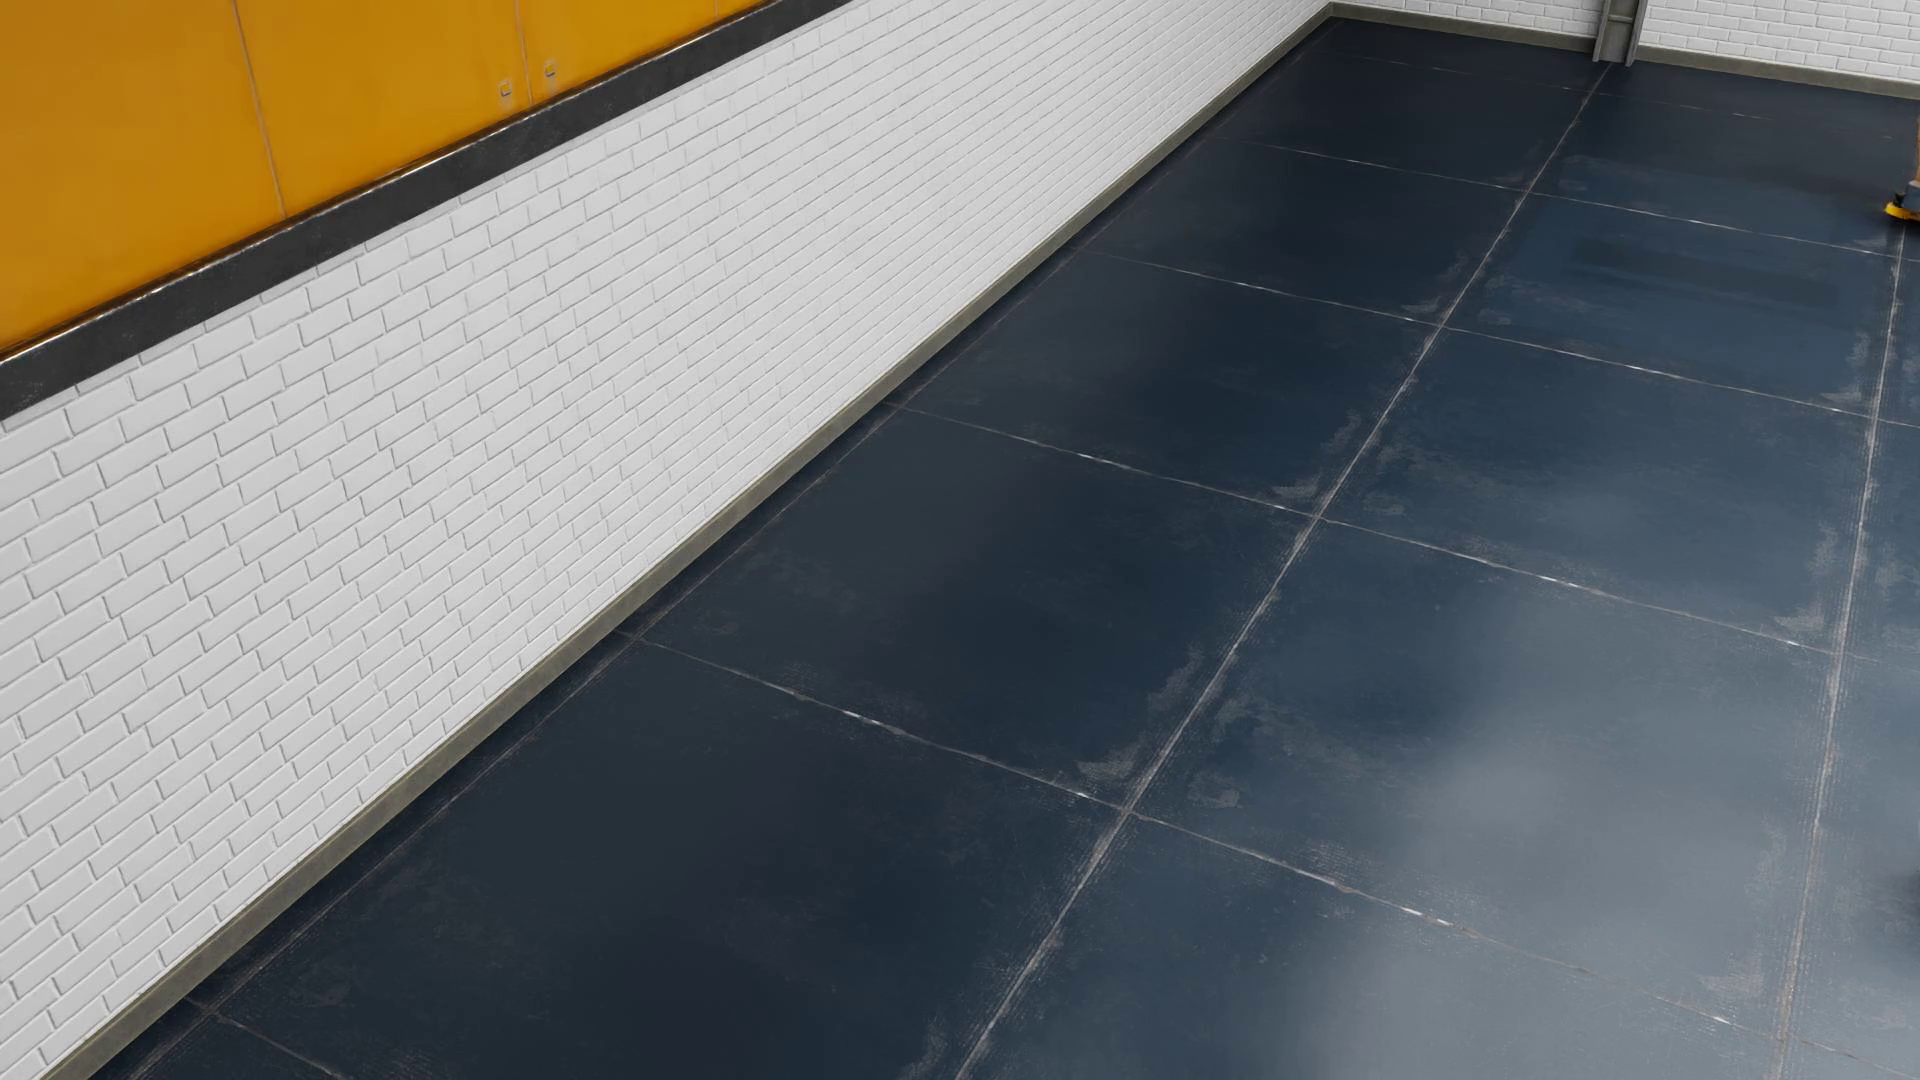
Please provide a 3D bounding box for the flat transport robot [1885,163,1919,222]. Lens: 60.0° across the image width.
[{"bbox_3d":[8.630,-2.661,13.936,0.659,0.231,1.431,-21,39,-28],"label":"flat transport robot"}]
